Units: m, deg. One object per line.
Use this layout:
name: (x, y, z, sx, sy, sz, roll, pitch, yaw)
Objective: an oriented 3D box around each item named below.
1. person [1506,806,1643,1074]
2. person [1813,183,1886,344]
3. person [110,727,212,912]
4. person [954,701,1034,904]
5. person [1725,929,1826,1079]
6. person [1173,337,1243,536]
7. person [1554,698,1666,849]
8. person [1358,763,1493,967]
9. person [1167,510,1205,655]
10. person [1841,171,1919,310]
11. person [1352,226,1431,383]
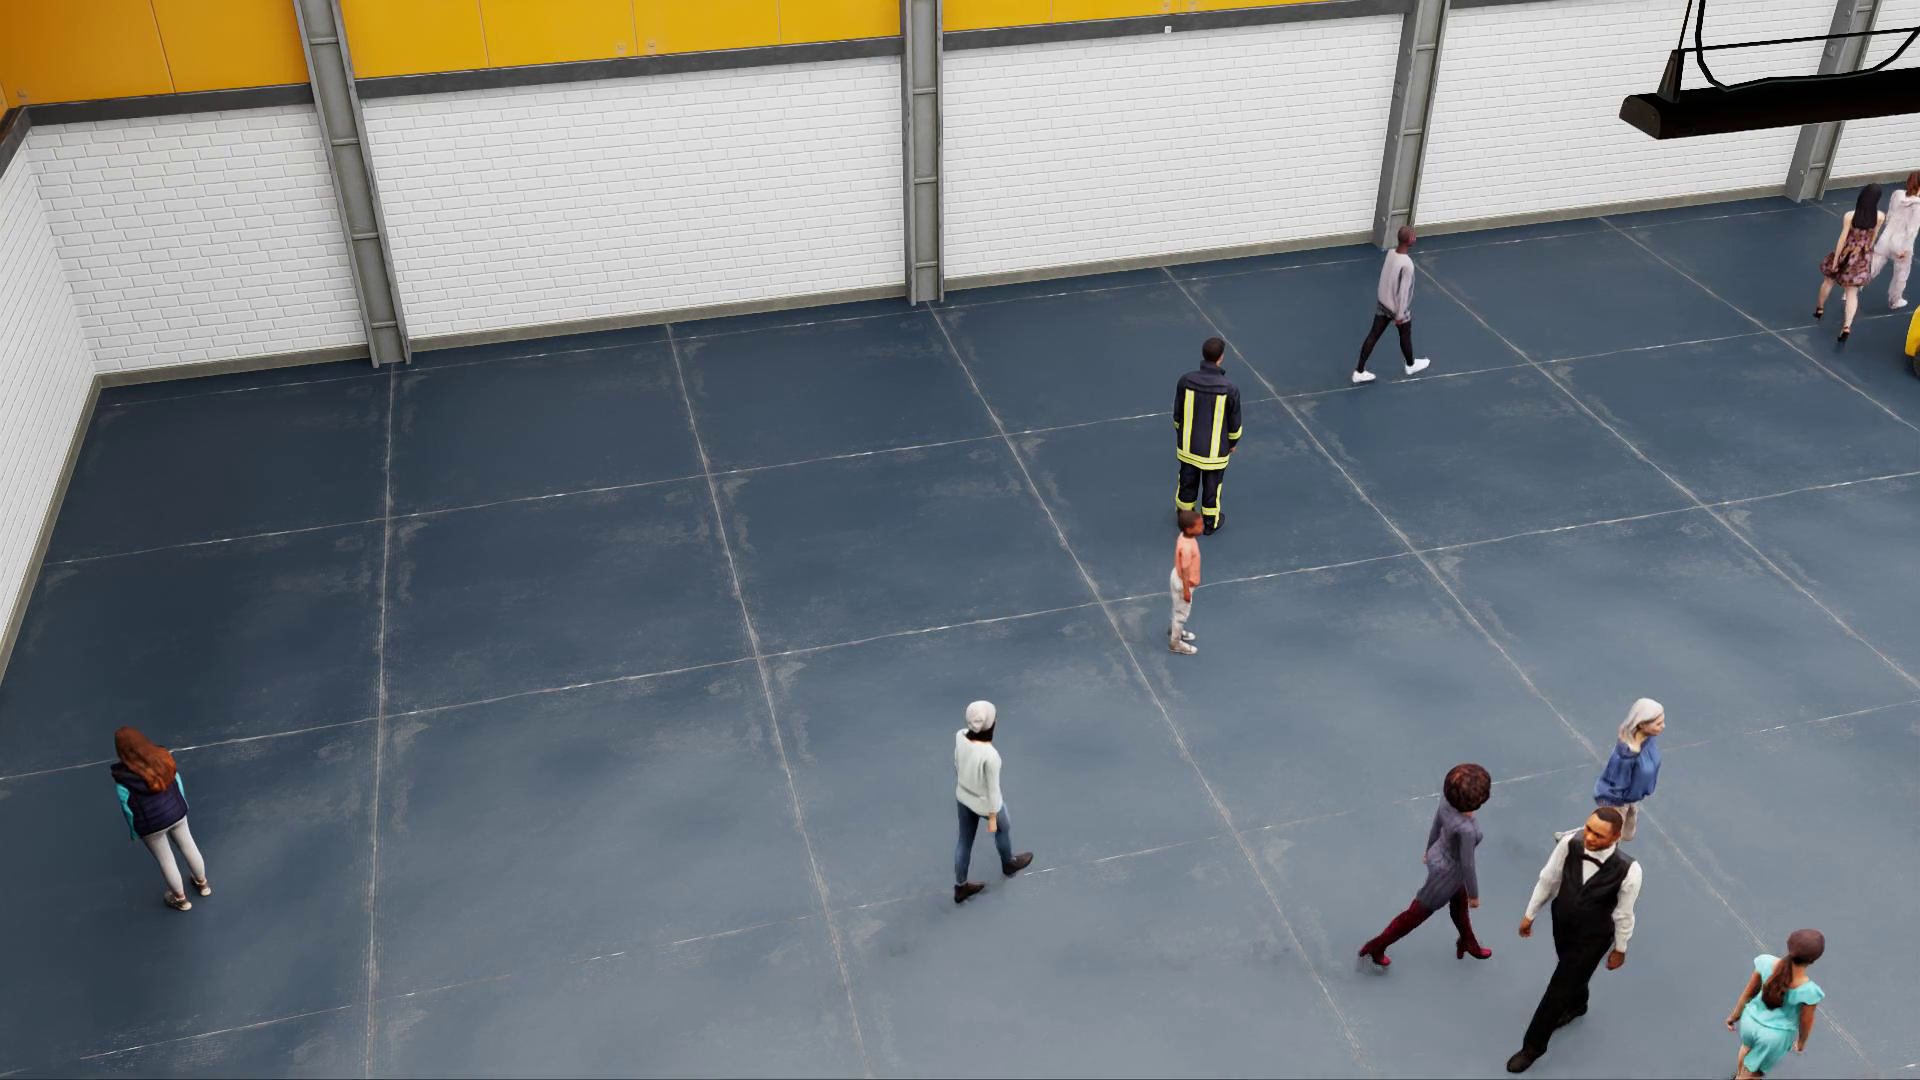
person: (3.814, 2.307, 10.040, 1.234, 1.883, 0.978, -21, 39, -28)
person: (9.749, -2.973, 18.123, 1.180, 1.729, 1.063, 7, 34, 11)
person: (-5.328, 1.845, 11.081, 0.747, 1.501, 0.677, 23, 40, 30)
person: (0.069, 1.769, 11.081, 0.996, 1.627, 0.842, -27, 42, -34)
person: (4.583, 2.845, 9.543, 0.871, 1.539, 0.705, -22, 40, -30)
person: (2.191, -0.924, 14.863, 0.852, 1.926, 0.945, 13, 36, 19)
person: (4.315, 1.706, 11.127, 0.901, 1.682, 0.867, 25, 41, 32)
person: (2.972, 2.123, 10.515, 1.185, 1.665, 0.803, 0, 34, 0)
person: (1.806, 0.309, 13.565, 0.605, 1.308, 0.576, 7, 34, 10)
person: (10.483, -3.351, 18.754, 1.089, 1.660, 0.707, -13, 36, -18)
person: (4.413, -2.411, 17.275, 1.155, 1.731, 0.717, -12, 36, -18)
